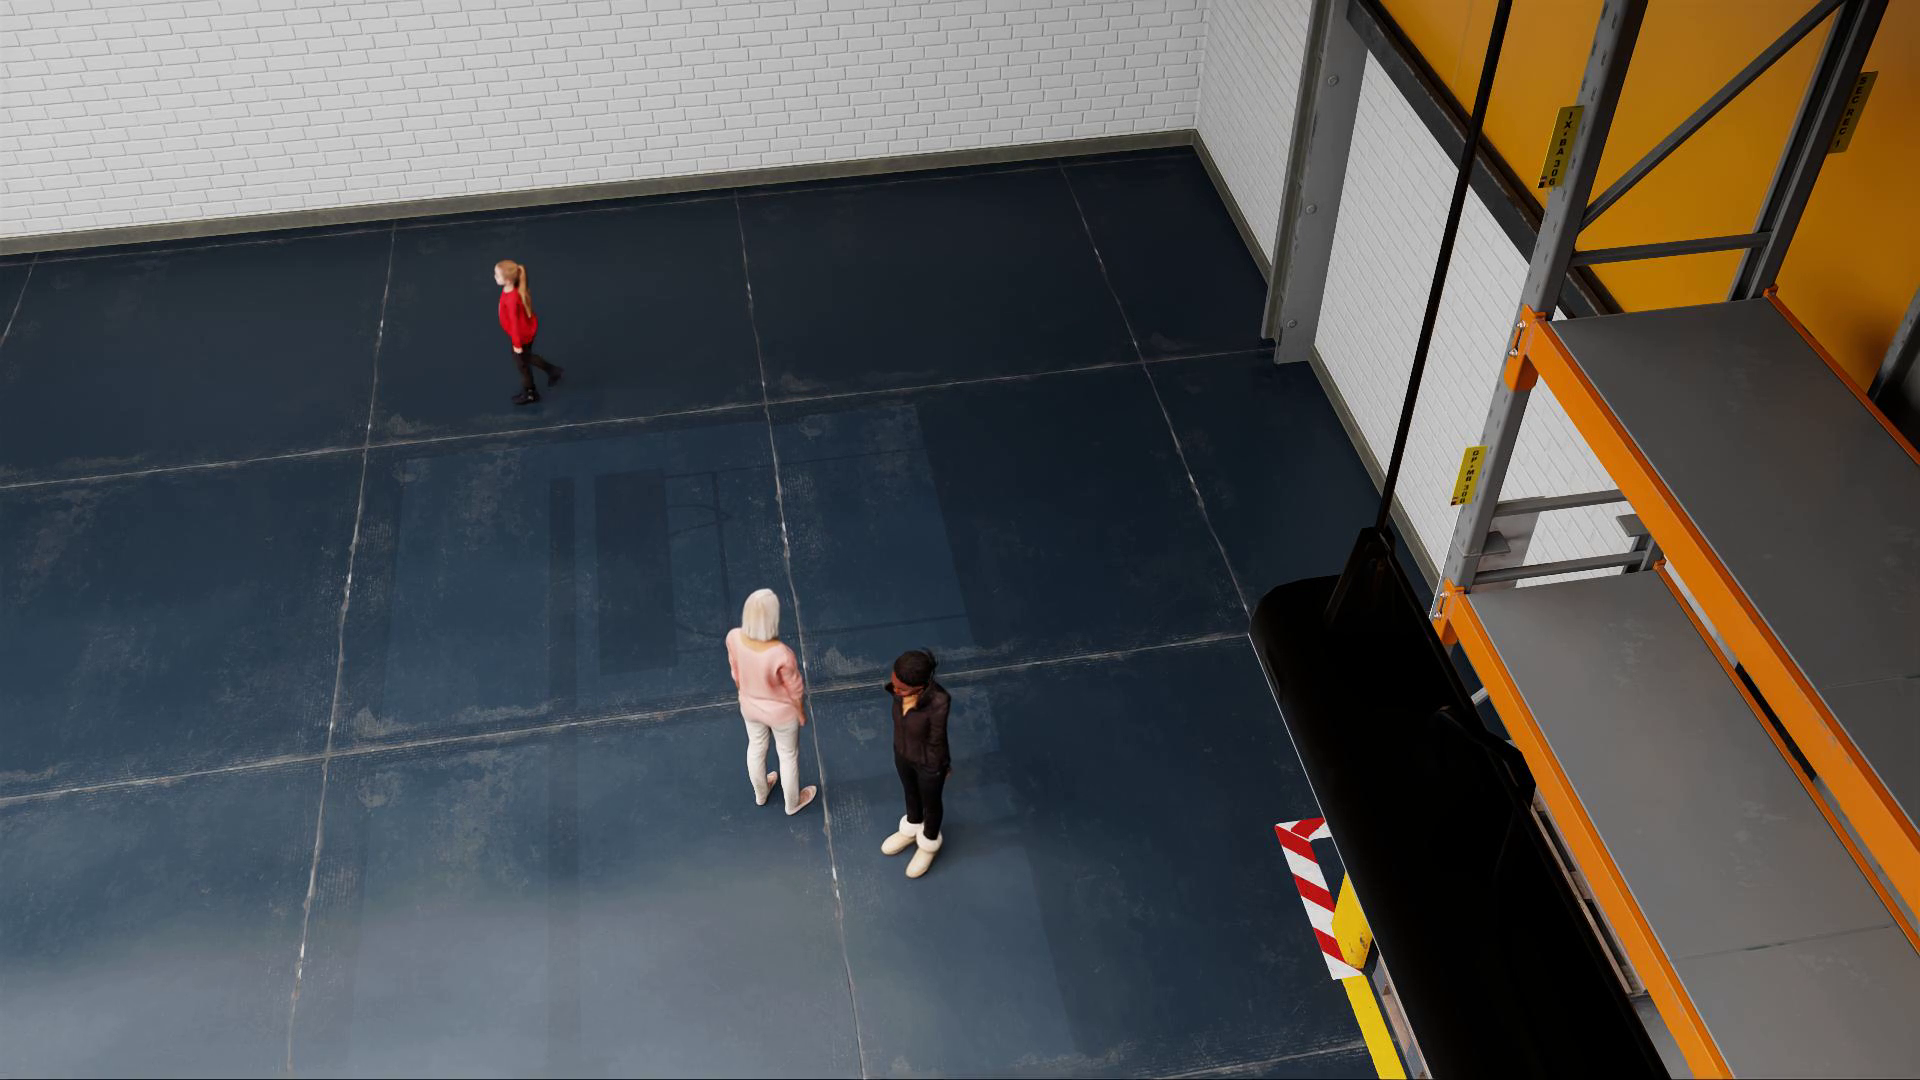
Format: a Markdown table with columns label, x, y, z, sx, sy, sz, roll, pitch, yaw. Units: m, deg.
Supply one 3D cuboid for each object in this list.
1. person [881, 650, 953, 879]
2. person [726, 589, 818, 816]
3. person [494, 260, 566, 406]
| label | x | y | z | sx | sy | sz | roll | pitch | yaw |
| --- | --- | --- | --- | --- | --- | --- | --- | --- | --- |
| person | -0.211 | 1.184 | 9.290 | 0.700 | 1.659 | 0.761 | 20 | 47 | 19 |
| person | -1.093 | 0.931 | 9.509 | 0.683 | 1.724 | 0.703 | 17 | 46 | 17 |
| person | -3.236 | -1.563 | 12.451 | 0.563 | 1.276 | 0.602 | -5 | 44 | -6 |
